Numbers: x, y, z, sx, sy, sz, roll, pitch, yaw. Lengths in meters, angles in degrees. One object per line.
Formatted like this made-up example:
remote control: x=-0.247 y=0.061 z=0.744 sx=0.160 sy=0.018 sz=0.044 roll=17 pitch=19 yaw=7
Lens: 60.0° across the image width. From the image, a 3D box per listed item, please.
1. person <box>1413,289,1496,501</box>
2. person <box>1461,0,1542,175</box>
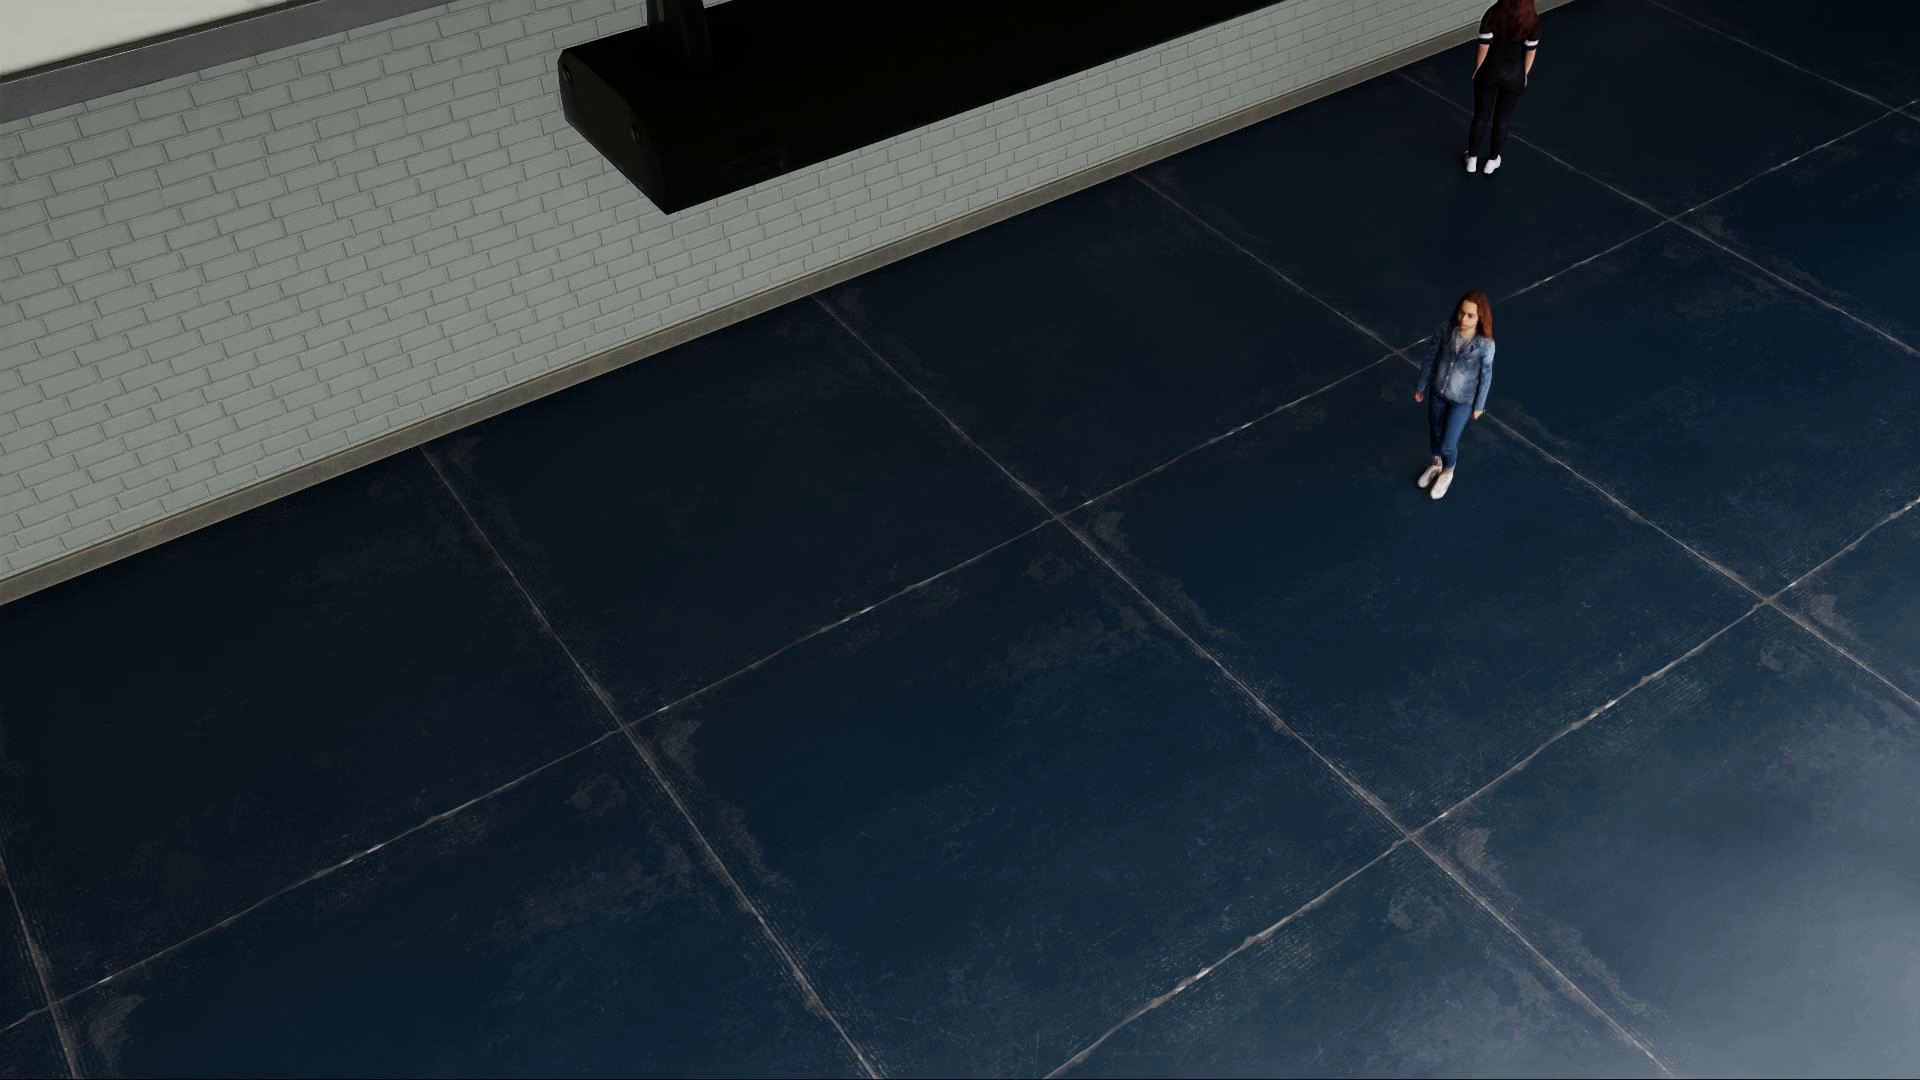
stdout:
person: x=3.053 y=-0.924 z=10.154 sx=0.646 sy=1.468 sz=0.520 roll=-32 pitch=52 yaw=-29
person: x=4.201 y=-3.624 z=12.920 sx=0.701 sy=1.639 sz=0.773 roll=11 pitch=44 yaw=11
